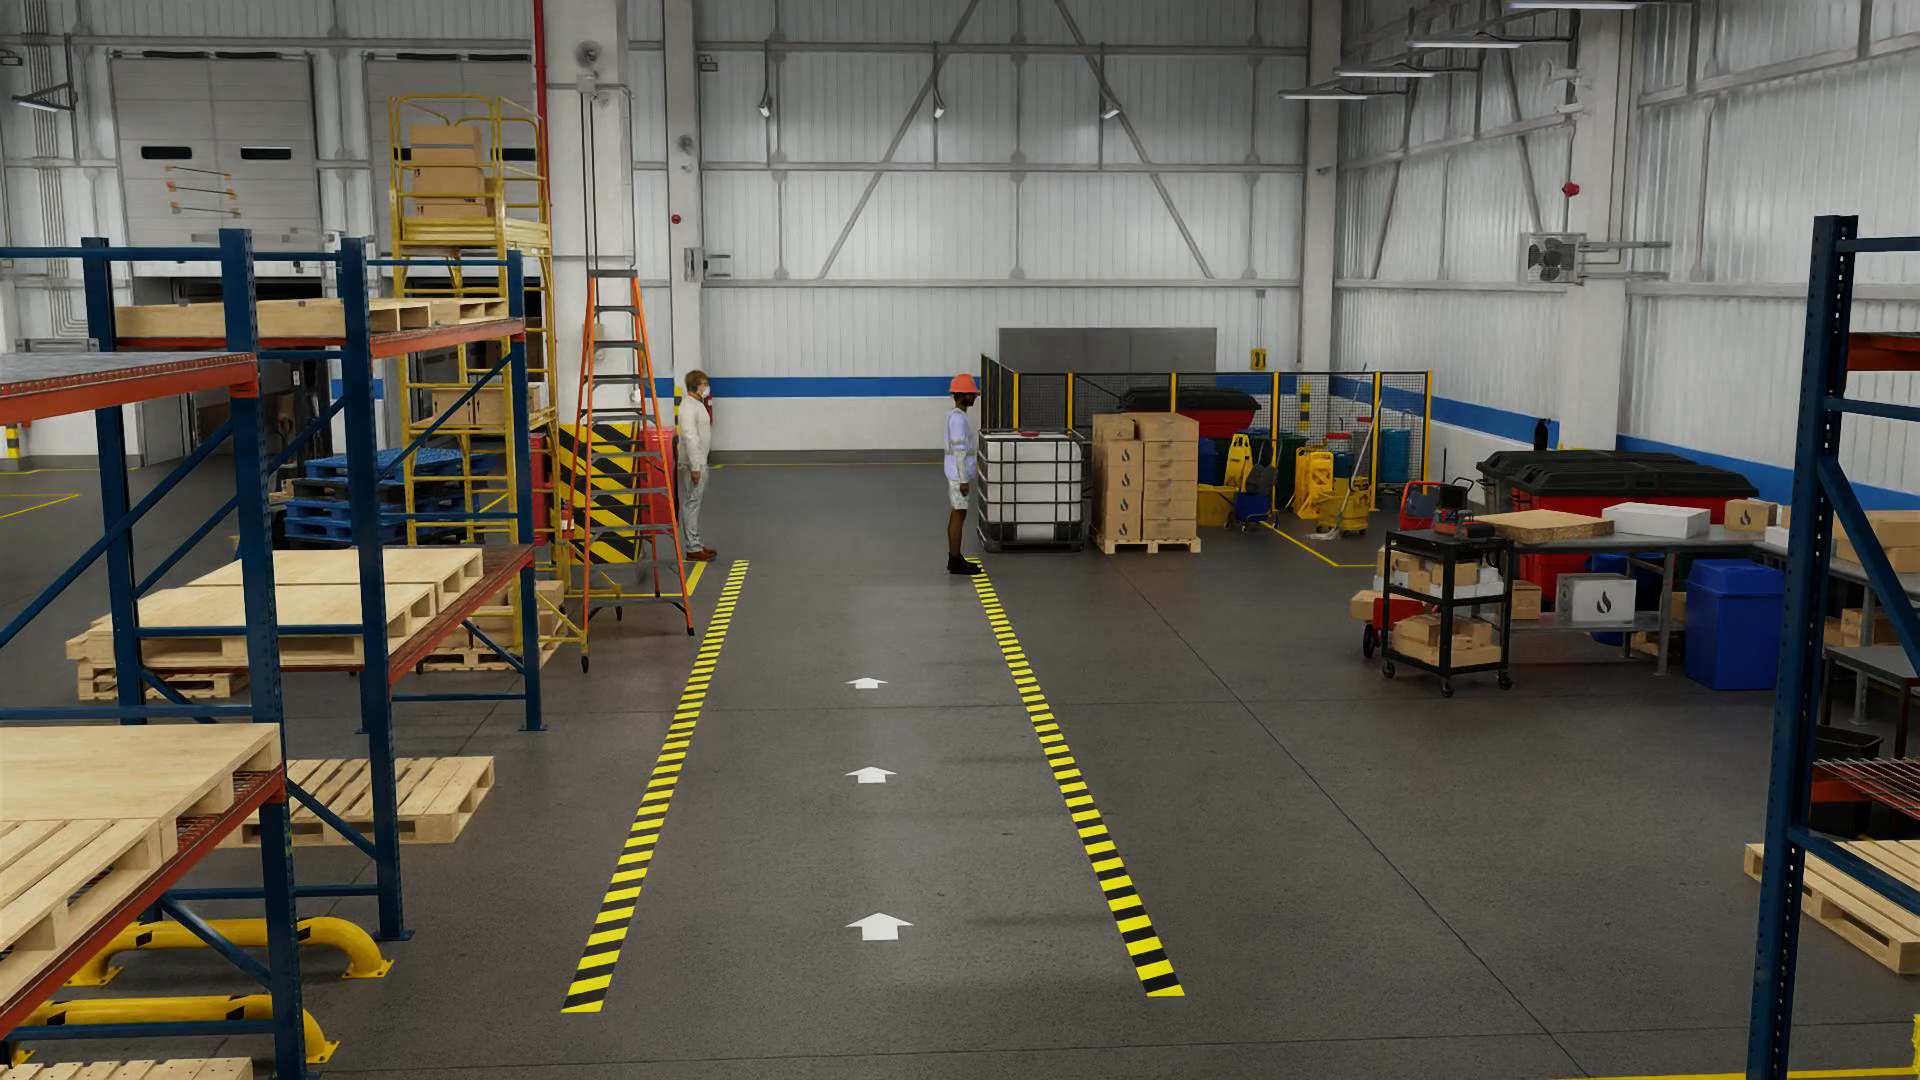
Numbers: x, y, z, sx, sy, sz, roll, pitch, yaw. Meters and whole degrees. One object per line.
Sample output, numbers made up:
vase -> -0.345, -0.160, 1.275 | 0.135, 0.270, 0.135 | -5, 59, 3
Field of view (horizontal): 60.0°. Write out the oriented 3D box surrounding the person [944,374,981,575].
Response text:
person -> 0.026, -0.635, 16.068 | 0.355, 1.938, 0.545 | -1, 9, -4

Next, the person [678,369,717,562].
person -> -2.662, -0.755, 16.821 | 0.372, 1.940, 0.631 | -1, 9, -4

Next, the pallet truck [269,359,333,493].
pallet truck -> -7.062, -1.131, 18.996 | 1.885, 1.965, 0.823 | 2, 9, 13
